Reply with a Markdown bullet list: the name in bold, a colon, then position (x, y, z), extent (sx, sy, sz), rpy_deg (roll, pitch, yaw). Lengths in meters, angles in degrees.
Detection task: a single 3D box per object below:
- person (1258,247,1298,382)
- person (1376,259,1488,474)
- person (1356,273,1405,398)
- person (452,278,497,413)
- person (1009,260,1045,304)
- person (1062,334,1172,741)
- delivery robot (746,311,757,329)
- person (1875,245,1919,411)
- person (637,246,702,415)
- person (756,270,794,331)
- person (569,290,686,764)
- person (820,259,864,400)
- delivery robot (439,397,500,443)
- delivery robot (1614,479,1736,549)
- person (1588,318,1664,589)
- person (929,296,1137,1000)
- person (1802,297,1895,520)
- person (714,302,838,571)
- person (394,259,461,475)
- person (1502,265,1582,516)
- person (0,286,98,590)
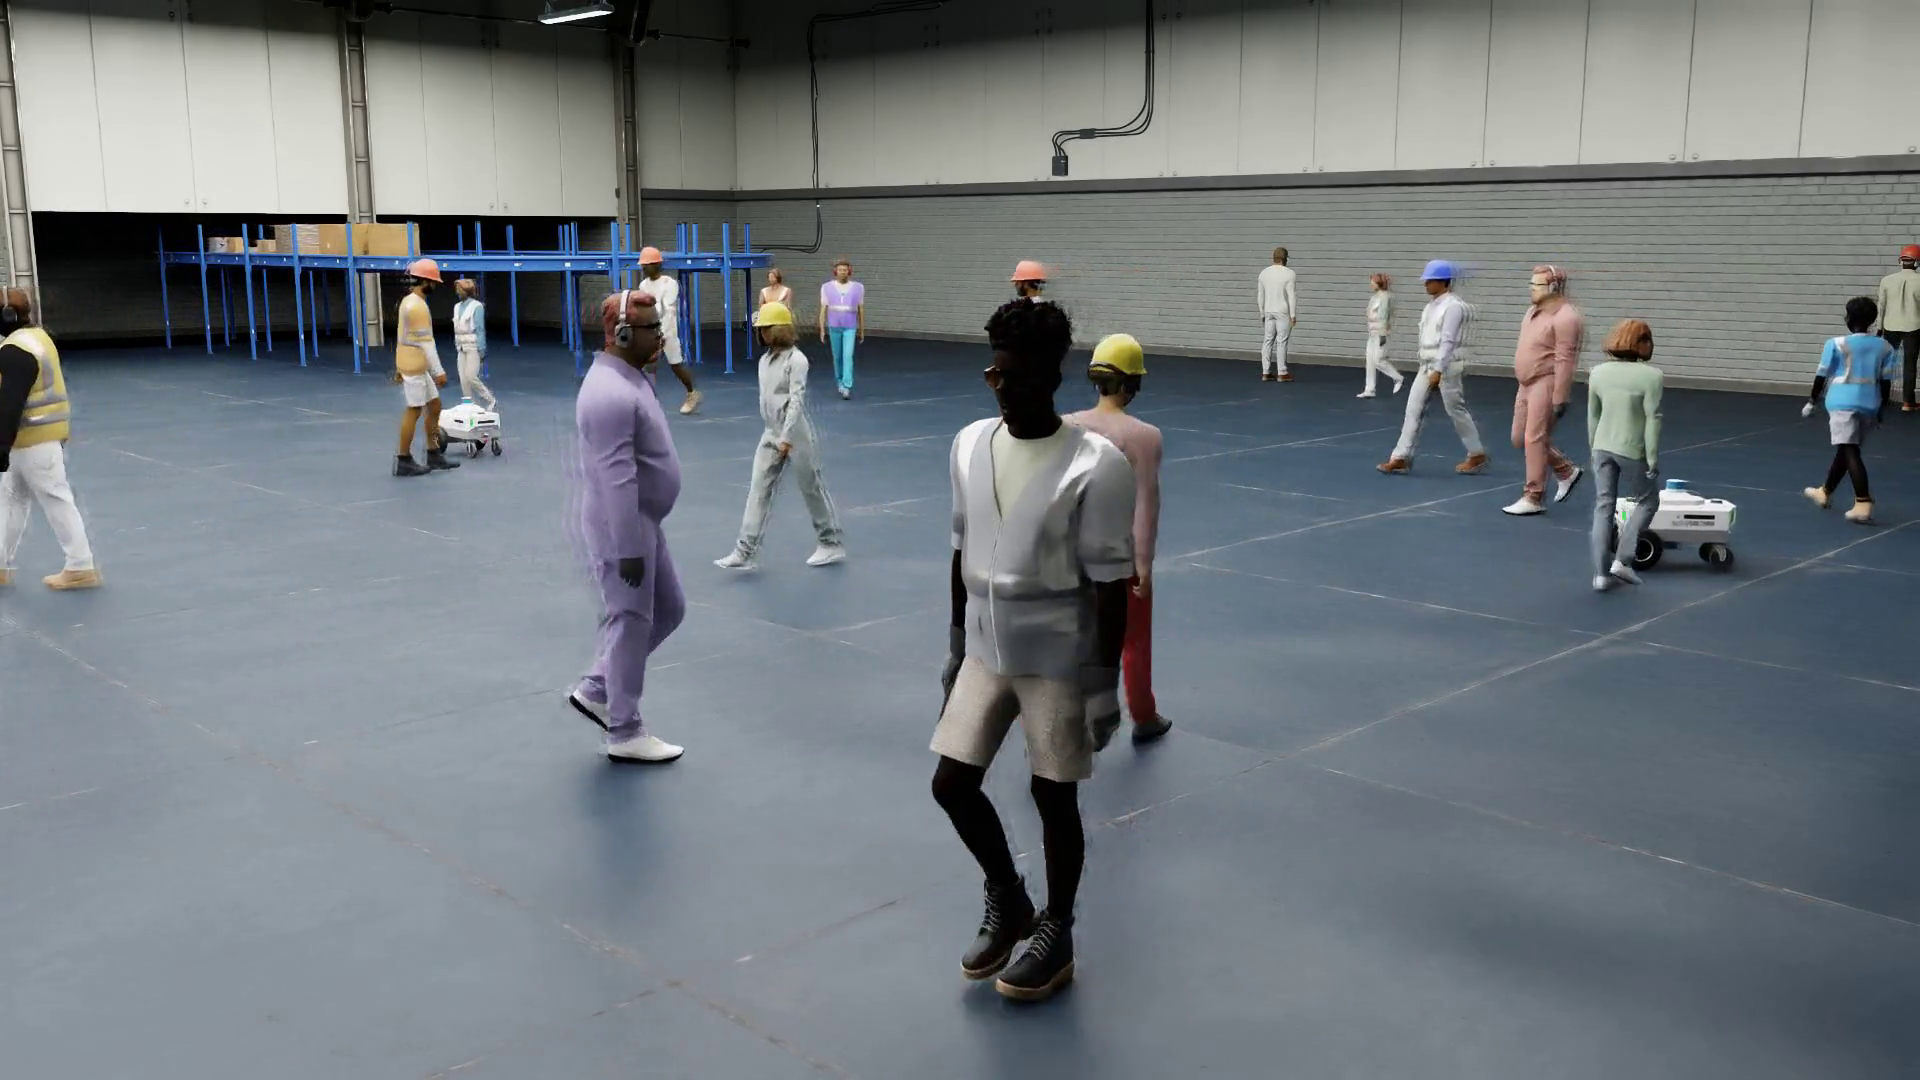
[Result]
- **person**: position (4.633, -3.283, 24.210), extent (0.635, 1.937, 0.359), rpy_deg (10, 15, 44)
- **person**: position (4.257, -1.527, 14.738), extent (0.992, 1.906, 0.600), rpy_deg (-3, 11, -15)
- **person**: position (5.496, -2.654, 21.641), extent (0.501, 1.630, 0.523), rpy_deg (-1, 10, -7)
- **person**: position (-5.559, -2.151, 18.872), extent (0.521, 1.625, 0.386), rpy_deg (8, 13, 38)
- **person**: position (0.678, -1.529, 14.773), extent (0.971, 1.899, 0.557), rpy_deg (3, 11, 16)
- **person**: position (0.562, 0.032, 6.712), extent (0.539, 1.723, 0.896), rpy_deg (7, 13, 34)
- **delivery robot**: position (-4.325, -4.798, 36.109), extent (0.477, 0.478, 0.707), rpy_deg (-10, 14, -44)
- **person**: position (11.479, -2.581, 20.223), extent (0.622, 1.993, 0.382), rpy_deg (10, 15, 44)
- **person**: position (-3.444, -2.422, 19.398), extent (0.596, 1.995, 1.043), rpy_deg (6, 12, 29)
- **person**: position (-2.781, -3.223, 24.806), extent (0.545, 1.587, 0.860), rpy_deg (4, 11, 20)
- **person**: position (-1.302, -0.044, 6.657), extent (0.423, 1.894, 0.672), rpy_deg (-1, 10, -7)
- **person**: position (-1.545, -2.789, 21.919), extent (0.579, 1.810, 0.983), rpy_deg (0, 10, -1)
- **delivery robot**: position (-4.791, -1.150, 16.215), extent (0.477, 0.478, 0.707), rpy_deg (-10, 14, -44)
- **delivery robot**: position (4.604, -0.148, 10.738), extent (0.707, 0.478, 0.477), rpy_deg (2, 10, 11)
- **person**: position (3.976, -0.510, 9.930), extent (0.386, 1.615, 0.527), rpy_deg (-7, 13, -34)
- **person**: position (0.172, 0.317, 4.541), extent (0.650, 1.947, 0.464), rpy_deg (8, 13, 38)
- **person**: position (6.692, -0.999, 12.532), extent (0.534, 1.642, 0.890), rpy_deg (-2, 11, -10)
- **person**: position (-1.135, -0.649, 10.509), extent (0.496, 1.694, 0.895), rpy_deg (10, 14, 43)
- **person**: position (-4.726, -1.526, 14.753), extent (0.706, 1.900, 0.556), rpy_deg (-4, 11, -23)
- **person**: position (4.470, -1.140, 12.648), extent (0.590, 1.890, 0.659), rpy_deg (-1, 10, -5)
- **person**: position (-5.655, -0.590, 9.880), extent (0.897, 1.801, 0.652), rpy_deg (-4, 11, -20)
